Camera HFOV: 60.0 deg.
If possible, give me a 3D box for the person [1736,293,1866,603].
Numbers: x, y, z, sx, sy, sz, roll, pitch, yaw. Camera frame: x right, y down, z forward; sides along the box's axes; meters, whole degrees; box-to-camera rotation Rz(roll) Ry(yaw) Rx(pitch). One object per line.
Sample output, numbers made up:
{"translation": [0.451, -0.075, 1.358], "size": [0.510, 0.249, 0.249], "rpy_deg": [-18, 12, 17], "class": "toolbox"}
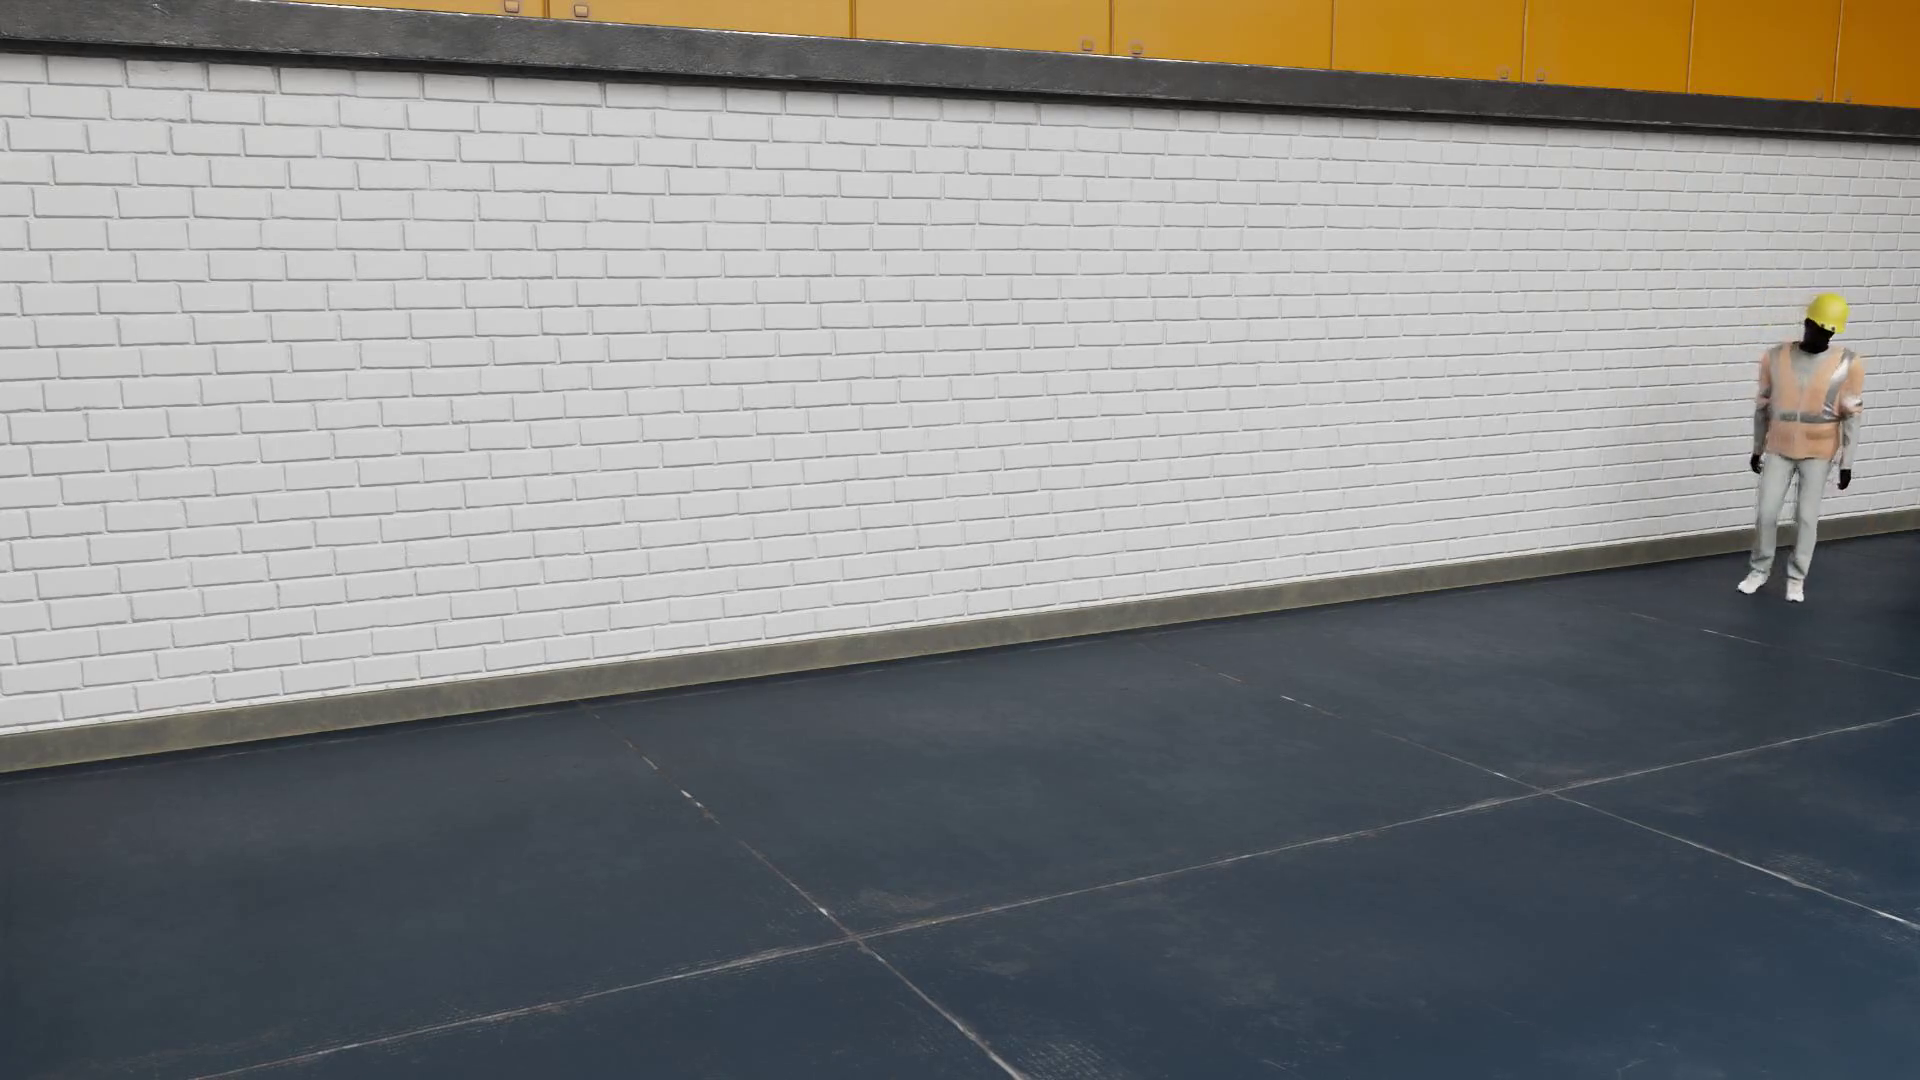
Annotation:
{"translation": [5.068, -0.540, 10.006], "size": [0.625, 1.879, 0.507], "rpy_deg": [8, 13, 39], "class": "person"}
